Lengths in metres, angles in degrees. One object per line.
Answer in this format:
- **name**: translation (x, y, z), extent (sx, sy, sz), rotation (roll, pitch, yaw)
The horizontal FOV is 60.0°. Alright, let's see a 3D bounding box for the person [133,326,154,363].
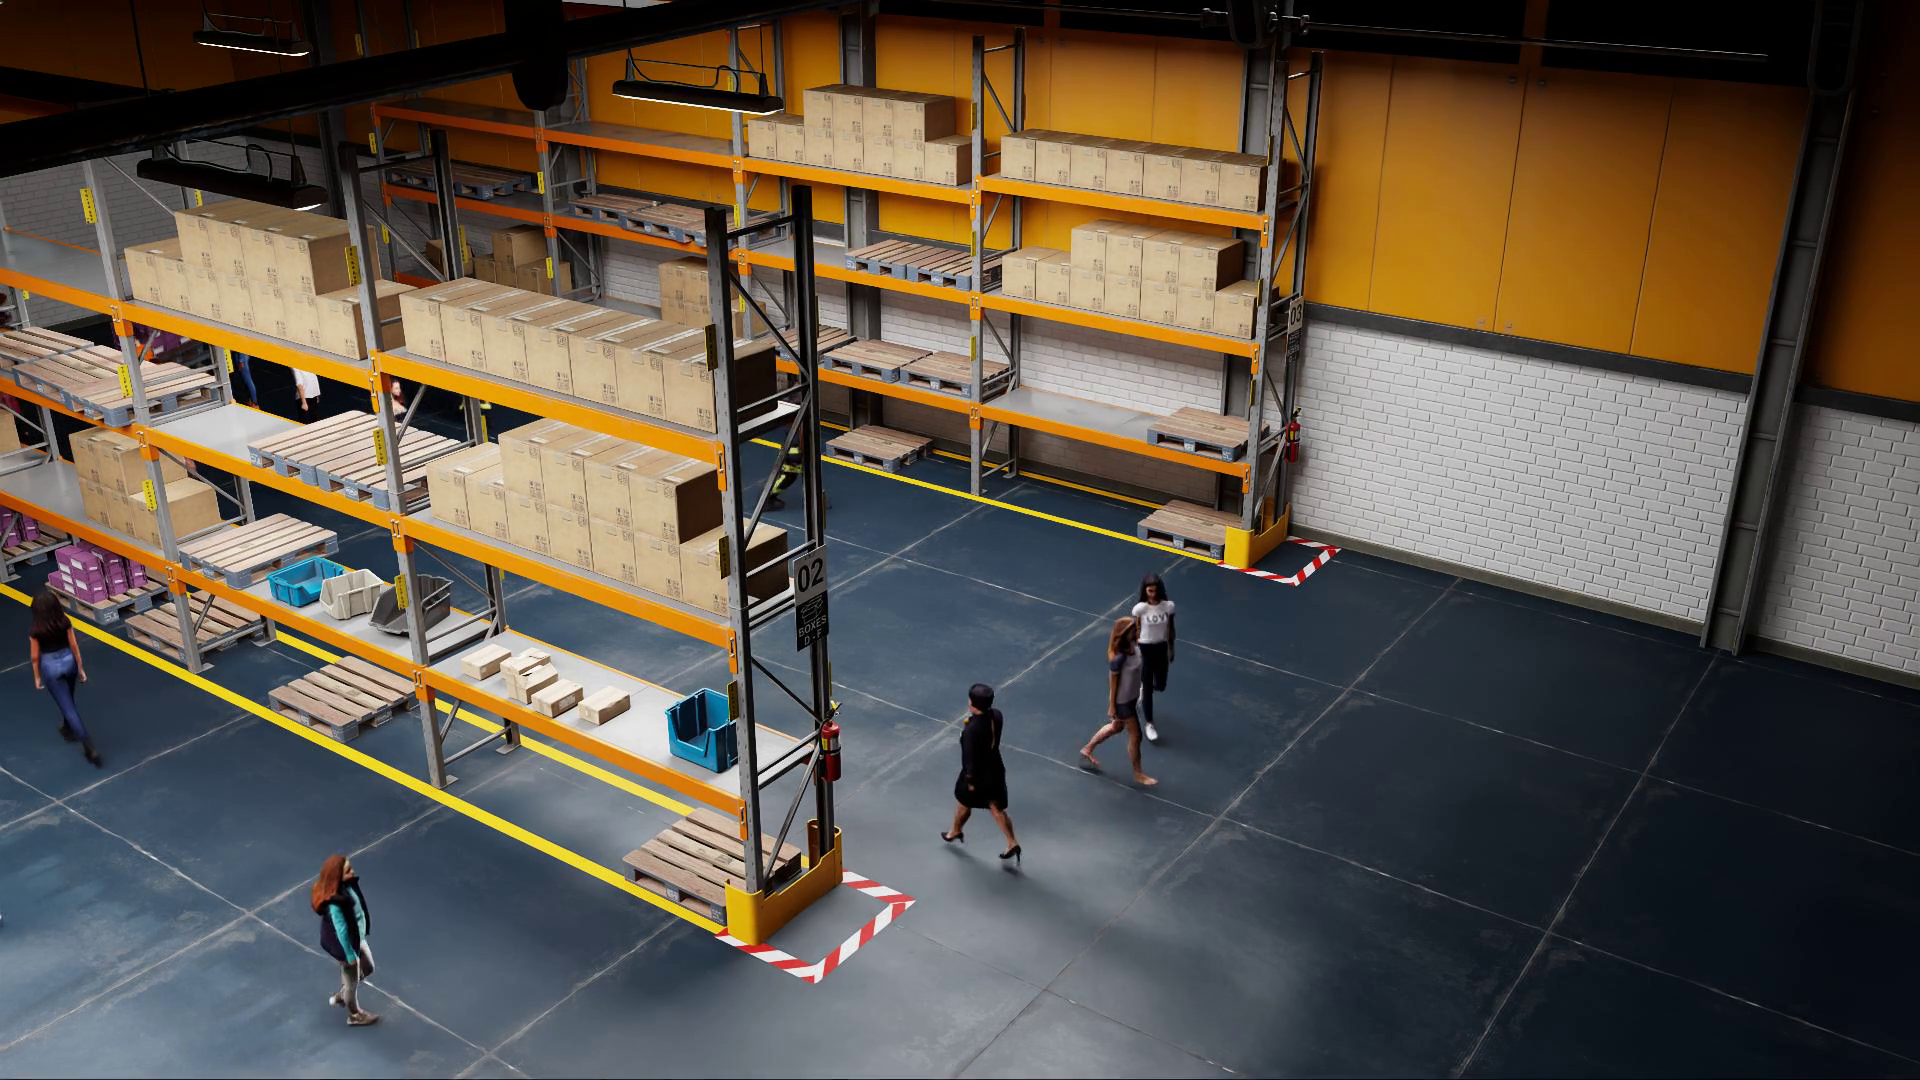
- **person**: translation (-11.501, -2.159, 23.707), extent (1.026, 1.870, 0.978), rotation (-6, 24, -13)

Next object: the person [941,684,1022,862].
- **person**: translation (0.266, 2.054, 14.364), extent (1.073, 1.632, 0.730), rotation (17, 29, 34)

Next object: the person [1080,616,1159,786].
- **person**: translation (1.463, 1.479, 15.605), extent (1.084, 1.693, 0.706), rotation (12, 26, 25)

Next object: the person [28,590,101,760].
- **person**: translation (-8.586, 1.332, 15.943), extent (1.184, 1.692, 0.663), rotation (20, 30, 38)

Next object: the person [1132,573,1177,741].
- **person**: translation (1.867, 1.097, 16.398), extent (0.946, 1.757, 1.022), rotation (-8, 25, -18)

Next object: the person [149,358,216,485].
- **person**: translation (-10.733, -1.545, 22.358), extent (1.305, 1.825, 0.984), rotation (6, 24, 13)

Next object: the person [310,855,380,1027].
- **person**: translation (-4.630, 2.996, 12.388), extent (0.753, 1.491, 0.698), rotation (-2, 24, -5)

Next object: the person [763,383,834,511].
- **person**: translation (-2.215, -1.201, 21.630), extent (1.311, 1.777, 1.054), rotation (3, 24, 7)
